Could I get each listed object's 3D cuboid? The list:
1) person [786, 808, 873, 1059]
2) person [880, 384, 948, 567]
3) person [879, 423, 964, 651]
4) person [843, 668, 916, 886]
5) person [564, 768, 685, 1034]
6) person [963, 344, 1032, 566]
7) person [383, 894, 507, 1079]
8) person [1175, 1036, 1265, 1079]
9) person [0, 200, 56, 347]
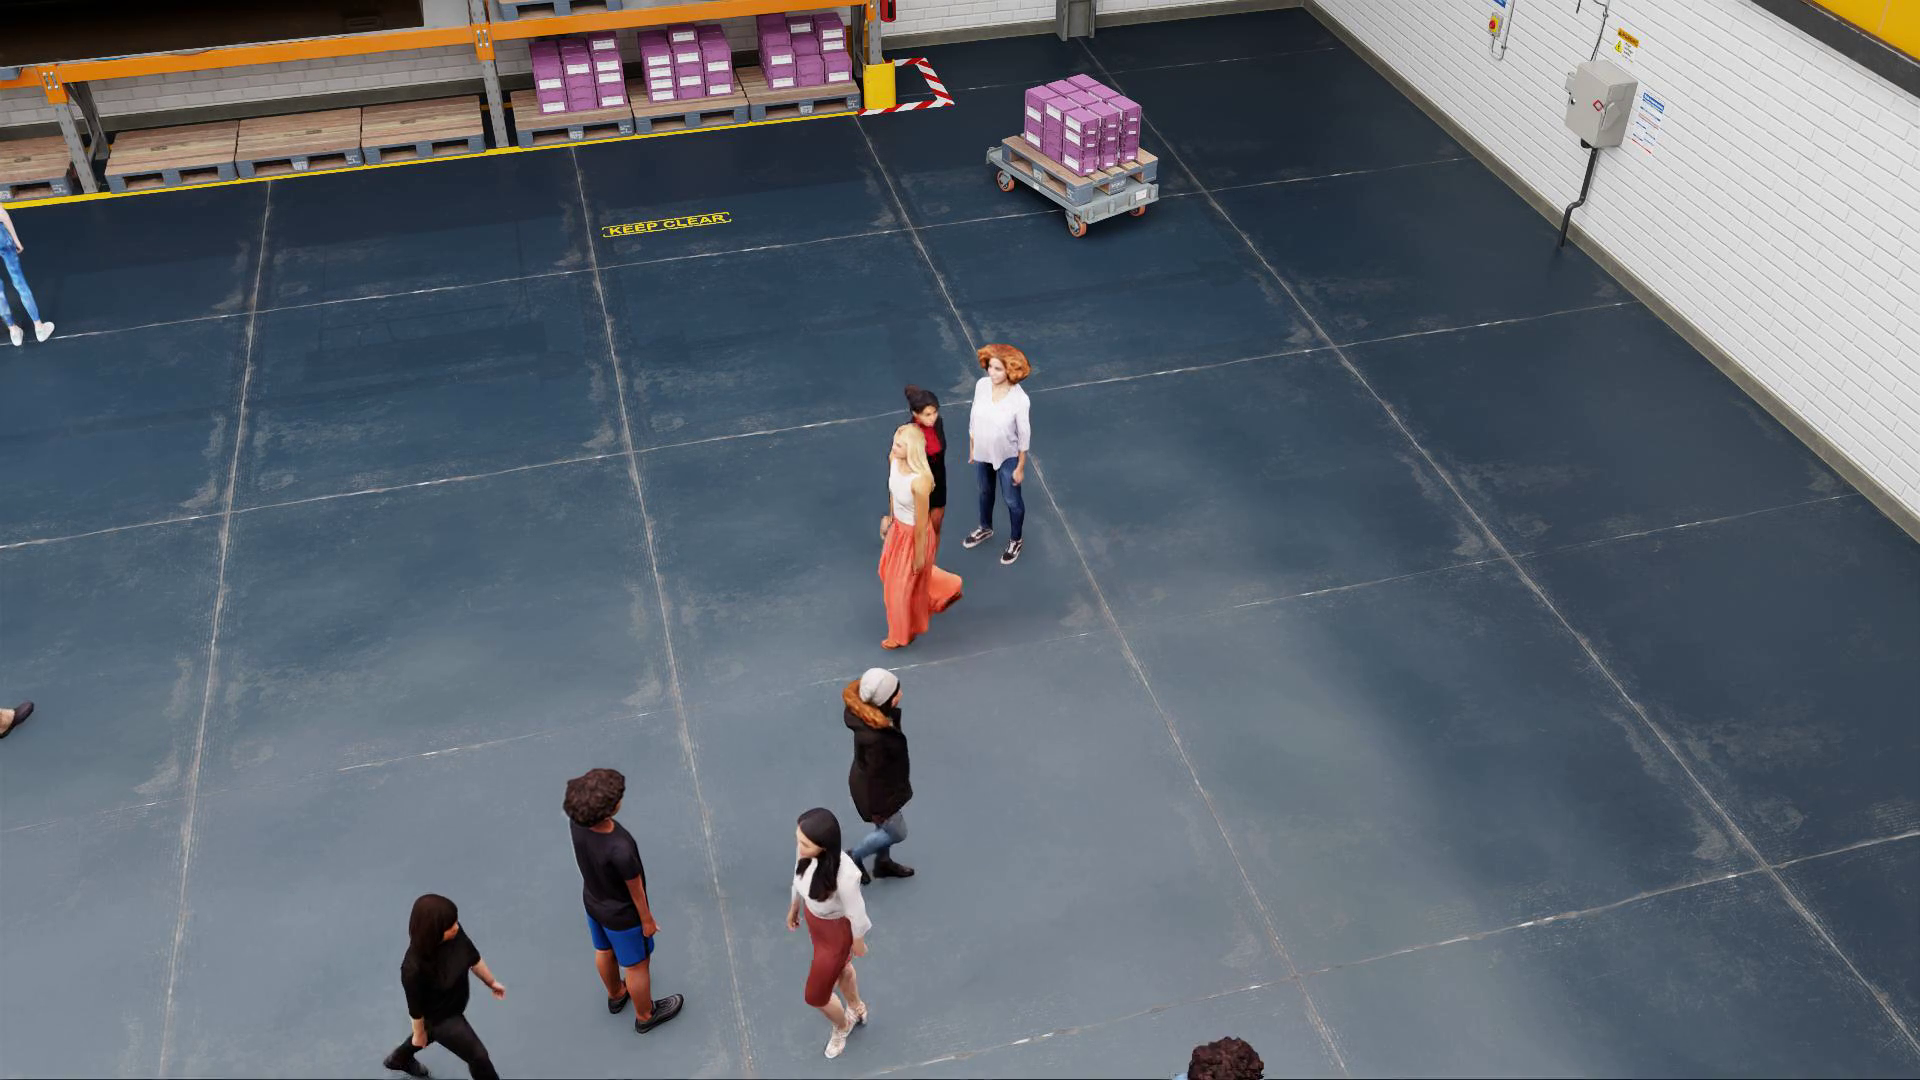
[{"bbox_3d":[-0.581,1.938,8.375,0.707,1.737,0.684,-21,43,-25],"label":"person"},{"bbox_3d":[-0.311,-0.363,11.350,0.898,1.620,0.851,-26,45,-29],"label":"person"},{"bbox_3d":[-0.231,-0.042,10.812,0.874,1.789,0.691,-15,41,-18],"label":"person"},{"bbox_3d":[-0.522,1.343,9.209,0.775,1.626,0.729,1,39,2],"label":"person"},{"bbox_3d":[-1.754,1.833,8.458,0.709,1.797,0.739,27,46,30],"label":"person"},{"bbox_3d":[0.284,-0.631,11.611,0.755,1.713,0.801,24,45,27],"label":"person"},{"bbox_3d":[-2.576,2.253,8.087,1.161,1.603,0.938,8,39,10],"label":"person"},{"bbox_3d":[1.001,2.835,7.227,1.239,1.767,0.968,-25,45,-27],"label":"person"},{"bbox_3d":[-8.057,-2.454,13.835,0.501,1.785,0.639,-12,40,-14],"label":"person"}]
